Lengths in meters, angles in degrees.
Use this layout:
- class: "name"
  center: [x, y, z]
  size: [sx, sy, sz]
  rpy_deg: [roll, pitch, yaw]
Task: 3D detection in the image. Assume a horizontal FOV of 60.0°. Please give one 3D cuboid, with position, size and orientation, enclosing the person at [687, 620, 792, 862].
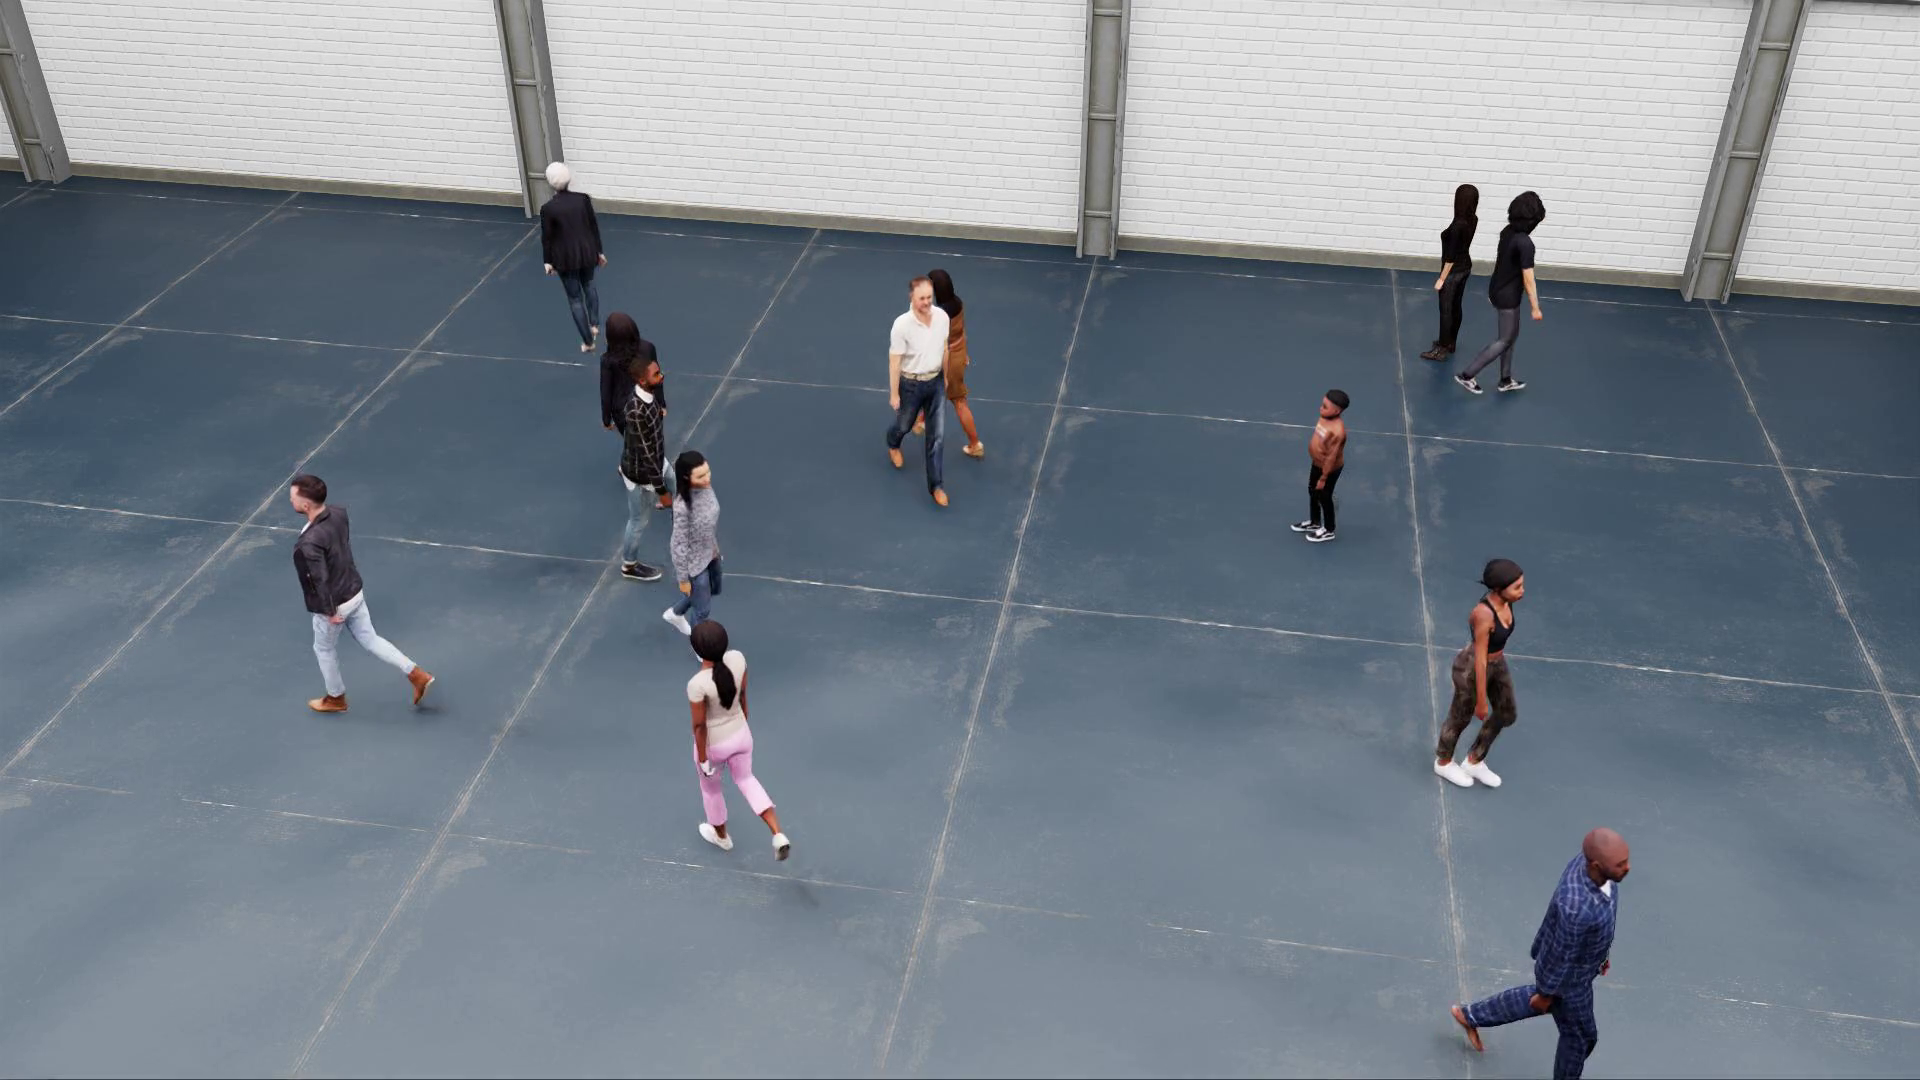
- class: "person"
  center: [-1.276, 1.185, 9.429]
  size: [1.038, 1.723, 0.896]
  rpy_deg: [28, 43, 35]

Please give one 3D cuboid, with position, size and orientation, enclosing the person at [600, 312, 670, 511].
- class: "person"
  center: [-2.445, -0.958, 12.784]
  size: [1.204, 1.577, 1.057]
  rpy_deg: [28, 43, 35]

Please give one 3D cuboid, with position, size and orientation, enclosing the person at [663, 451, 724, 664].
- class: "person"
  center: [-1.808, 0.098, 11.072]
  size: [0.861, 1.714, 0.742]
  rpy_deg: [9, 35, 13]

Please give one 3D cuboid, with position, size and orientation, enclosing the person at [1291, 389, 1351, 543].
- class: "person"
  center: [2.777, -0.552, 12.476]
  size: [0.609, 1.242, 0.597]
  rpy_deg: [-5, 34, -8]

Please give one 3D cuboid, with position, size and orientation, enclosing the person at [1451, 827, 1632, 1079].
- class: "person"
  center: [2.878, 2.031, 8.096]
  size: [1.188, 1.788, 0.882]
  rpy_deg: [16, 37, 23]

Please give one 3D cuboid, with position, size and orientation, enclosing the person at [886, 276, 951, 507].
- class: "person"
  center: [-0.355, -1.247, 13.000]
  size: [1.243, 1.819, 1.198]
  rpy_deg: [-14, 36, -20]

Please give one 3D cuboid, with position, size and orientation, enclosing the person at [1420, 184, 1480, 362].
- class: "person"
  center: [4.439, -2.399, 14.893]
  size: [0.653, 1.642, 0.645]
  rpy_deg: [25, 41, 32]

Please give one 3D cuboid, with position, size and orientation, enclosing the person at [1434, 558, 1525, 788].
- class: "person"
  center: [3.061, 0.788, 10.057]
  size: [0.778, 1.689, 0.734]
  rpy_deg: [25, 41, 32]

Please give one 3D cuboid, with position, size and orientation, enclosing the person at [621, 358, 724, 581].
- class: "person"
  center: [-2.334, -0.478, 11.868]
  size: [0.962, 1.791, 0.709]
  rpy_deg: [4, 34, 6]

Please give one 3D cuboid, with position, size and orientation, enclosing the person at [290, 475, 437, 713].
- class: "person"
  center: [-3.869, 0.376, 10.571]
  size: [1.086, 1.806, 0.661]
  rpy_deg: [6, 34, 9]

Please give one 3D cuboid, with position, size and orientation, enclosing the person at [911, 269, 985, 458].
- class: "person"
  center: [-0.016, -1.364, 13.336]
  size: [1.112, 1.641, 0.819]
  rpy_deg: [19, 38, 26]

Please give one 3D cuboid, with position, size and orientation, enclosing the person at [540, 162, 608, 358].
- class: "person"
  center: [-3.229, -2.379, 14.180]
  size: [0.898, 1.770, 0.872]
  rpy_deg: [-20, 39, -27]

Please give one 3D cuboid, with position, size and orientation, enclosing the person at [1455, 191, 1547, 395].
- class: "person"
  center: [4.632, -2.084, 14.282]
  size: [0.936, 1.794, 0.782]
  rpy_deg: [0, 34, 0]
